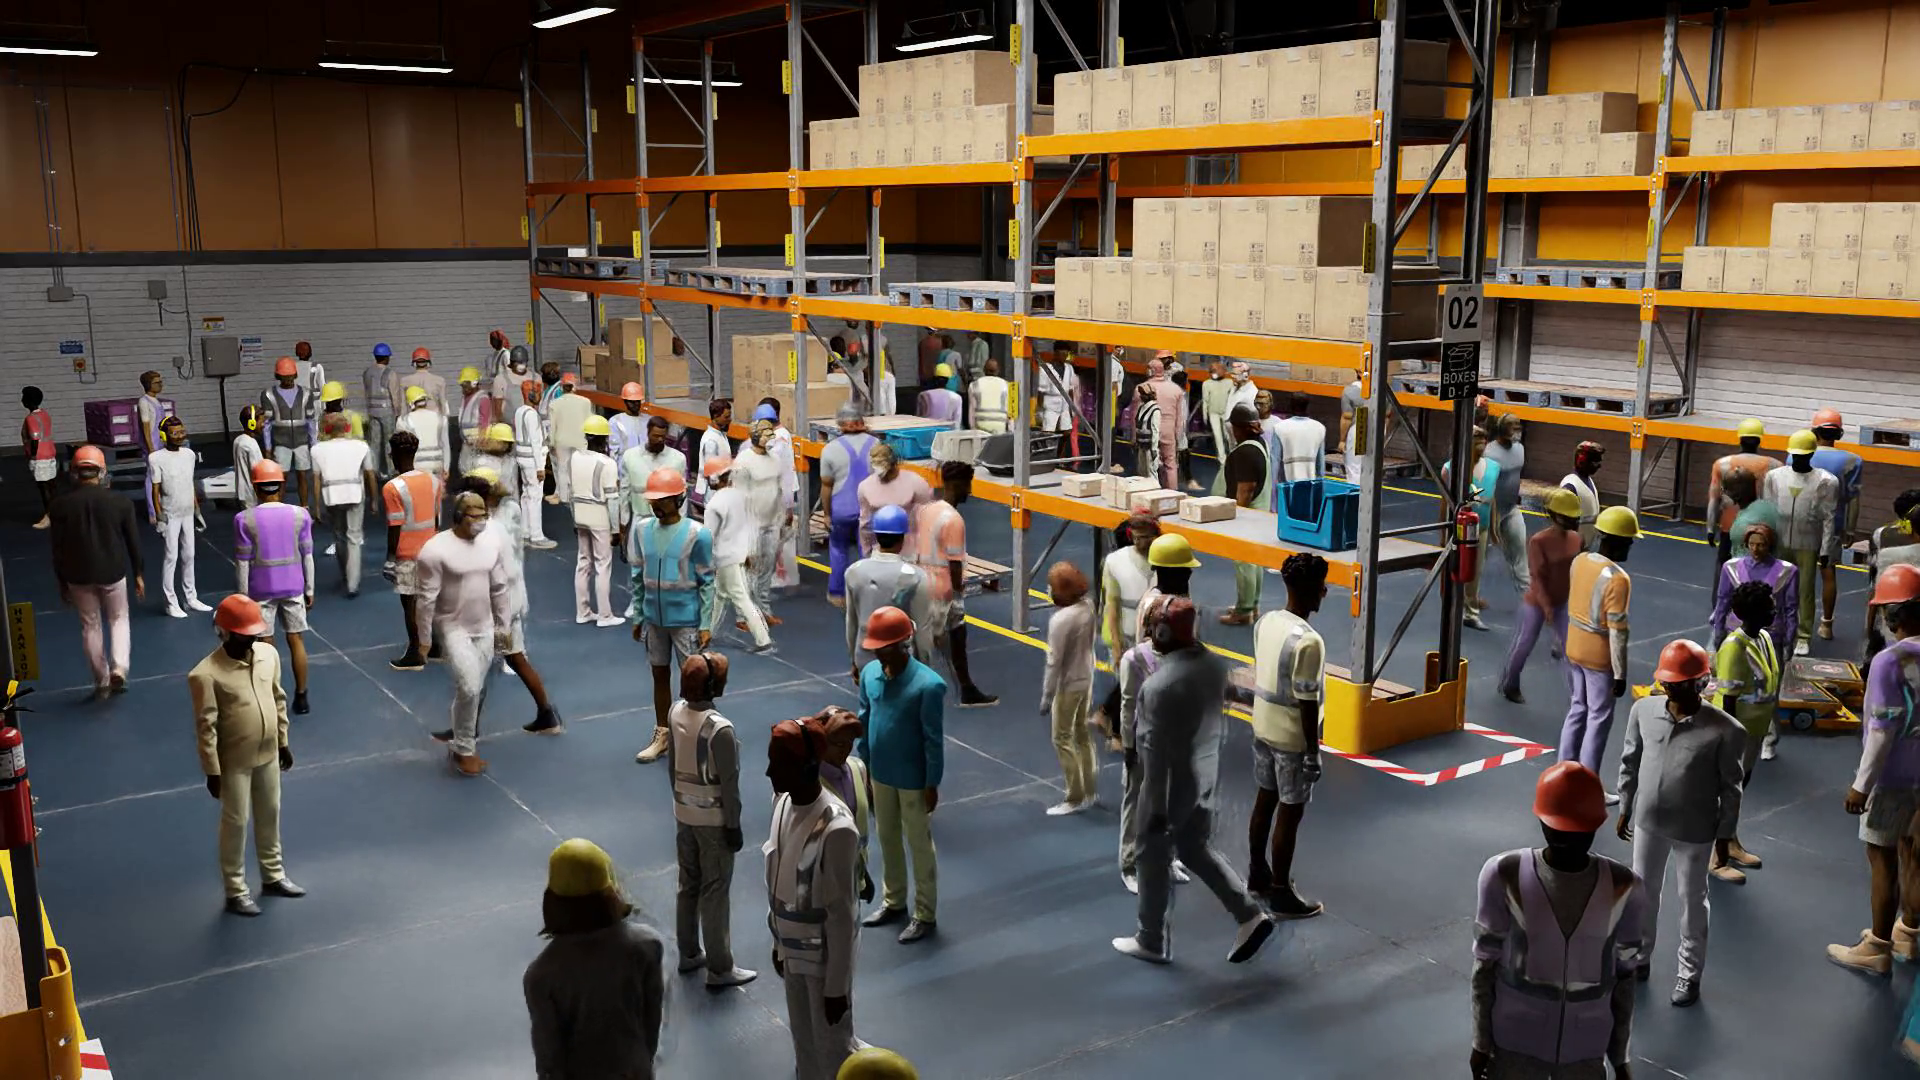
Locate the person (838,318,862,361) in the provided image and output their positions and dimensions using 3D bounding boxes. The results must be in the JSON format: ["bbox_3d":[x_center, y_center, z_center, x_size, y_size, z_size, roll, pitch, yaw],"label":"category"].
[{"bbox_3d":[-1.913,-3.158,30.199,0.799,1.962,0.615,-7,13,-31],"label":"person"}]

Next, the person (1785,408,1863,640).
[{"bbox_3d":[7.525,-0.140,14.592,0.609,2.034,0.400,4,12,19],"label":"person"}]

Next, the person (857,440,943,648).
[{"bbox_3d":[-0.486,0.074,13.863,0.661,1.896,0.783,3,11,15],"label":"person"}]

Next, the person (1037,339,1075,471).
[{"bbox_3d":[1.369,-1.885,23.740,0.634,1.952,0.371,-7,13,-33],"label":"person"}]

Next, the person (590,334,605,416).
[{"bbox_3d":[-6.415,-2.851,29.484,0.268,1.632,0.506,-1,11,-7],"label":"person"}]

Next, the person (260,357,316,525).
[{"bbox_3d":[-7.958,-1.160,19.790,0.615,2.038,0.395,-7,13,-32],"label":"person"}]

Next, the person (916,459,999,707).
[{"bbox_3d":[-0.216,0.353,12.406,0.972,1.914,0.629,-3,11,-13],"label":"person"}]

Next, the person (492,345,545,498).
[{"bbox_3d":[-5.702,-1.531,21.688,0.682,2.000,0.537,-6,13,-28],"label":"person"}]

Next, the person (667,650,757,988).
[{"bbox_3d":[-1.222,1.339,8.027,0.307,1.639,0.525,-10,15,-41],"label":"person"}]

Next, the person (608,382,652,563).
[{"bbox_3d":[-3.488,-0.730,17.852,0.545,1.938,0.356,-9,14,-38],"label":"person"}]

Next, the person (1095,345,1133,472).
[{"bbox_3d":[2.234,-2.007,24.121,0.535,2.000,0.681,-1,11,-5],"label":"person"}]

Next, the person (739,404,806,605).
[{"bbox_3d":[-1.802,-0.349,16.015,0.636,1.895,0.829,5,12,24],"label":"person"}]

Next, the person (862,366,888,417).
[{"bbox_3d":[-1.077,-1.291,20.979,0.346,1.840,0.505,-3,11,-16],"label":"person"}]

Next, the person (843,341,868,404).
[{"bbox_3d":[-1.702,-2.344,26.726,0.570,1.711,0.921,3,11,14],"label":"person"}]

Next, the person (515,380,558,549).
[{"bbox_3d":[-4.767,-0.847,18.587,0.355,1.885,0.575,-7,13,-31],"label":"person"}]

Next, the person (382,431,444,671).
[{"bbox_3d":[-4.484,0.086,13.604,0.368,1.966,0.602,4,12,22],"label":"person"}]

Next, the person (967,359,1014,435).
[{"bbox_3d":[0.406,-1.496,22.114,0.630,1.817,0.632,0,11,-2],"label":"person"}]

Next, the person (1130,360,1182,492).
[{"bbox_3d":[2.462,-1.335,21.130,0.737,1.880,0.447,-3,11,-15],"label":"person"}]

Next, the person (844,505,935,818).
[{"bbox_3d":[-0.428,0.746,10.307,0.614,1.939,0.417,7,13,31],"label":"person"}]

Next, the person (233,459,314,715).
[{"bbox_3d":[-5.062,0.362,12.309,0.548,1.925,0.392,-8,14,-35],"label":"person"}]

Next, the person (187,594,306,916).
[{"bbox_3d":[-3.784,1.130,8.846,0.354,1.739,0.573,5,12,23],"label":"person"}]

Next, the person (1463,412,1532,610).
[{"bbox_3d":[5.075,-0.227,15.381,0.659,1.888,1.002,-7,13,-33],"label":"person"}]

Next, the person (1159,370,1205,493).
[{"bbox_3d":[2.844,-1.466,22.378,0.900,1.644,0.566,5,12,26],"label":"person"}]

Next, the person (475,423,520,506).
[{"bbox_3d":[-4.430,-0.266,16.012,0.373,1.718,0.506,7,13,32],"label":"person"}]

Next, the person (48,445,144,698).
[{"bbox_3d":[-6.598,0.260,12.743,0.621,1.963,0.613,-5,12,-26],"label":"person"}]

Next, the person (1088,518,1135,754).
[{"bbox_3d":[1.146,0.669,11.365,0.360,1.679,0.539,0,11,2],"label":"person"}]

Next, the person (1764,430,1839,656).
[{"bbox_3d":[7.065,0.019,14.074,0.586,1.920,0.398,10,15,42],"label":"person"}]

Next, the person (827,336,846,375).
[{"bbox_3d":[-1.841,-2.070,24.759,0.392,1.919,0.592,0,11,-2],"label":"person"}]

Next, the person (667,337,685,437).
[{"bbox_3d":[-4.273,-2.112,25.064,0.337,1.882,0.584,0,11,2],"label":"person"}]

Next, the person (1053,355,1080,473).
[{"bbox_3d":[1.504,-1.860,24.207,0.531,1.712,0.834,-5,12,-25],"label":"person"}]

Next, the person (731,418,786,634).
[{"bbox_3d":[-1.787,-0.128,14.809,0.359,1.931,0.634,7,13,31],"label":"person"}]

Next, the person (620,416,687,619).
[{"bbox_3d":[-2.809,-0.205,15.266,0.620,1.899,0.420,-2,11,-11],"label":"person"}]

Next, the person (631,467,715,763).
[{"bbox_3d":[-1.948,0.519,11.187,0.615,2.043,0.373,4,12,21],"label":"person"}]

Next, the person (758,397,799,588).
[{"bbox_3d":[-1.824,-0.480,16.658,0.405,1.909,0.597,-3,12,-17],"label":"person"}]

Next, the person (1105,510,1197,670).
[{"bbox_3d":[1.277,0.681,11.002,0.640,1.803,0.785,1,11,4],"label":"person"}]

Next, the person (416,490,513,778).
[{"bbox_3d":[-3.219,0.624,10.975,0.570,1.914,0.660,8,13,35],"label":"person"}]

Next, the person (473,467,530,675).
[{"bbox_3d":[-3.743,0.244,13.446,0.503,1.717,0.392,-6,13,-28],"label":"person"}]

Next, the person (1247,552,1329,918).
[{"bbox_3d":[1.756,1.024,8.837,0.384,1.958,0.607,-3,12,-16],"label":"person"}]

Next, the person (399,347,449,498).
[{"bbox_3d":[-7.029,-1.533,21.853,0.617,1.986,0.411,-3,11,-14],"label":"person"}]

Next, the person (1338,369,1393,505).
[{"bbox_3d":[4.885,-1.257,20.286,0.683,2.000,0.536,-4,12,-18],"label":"person"}]

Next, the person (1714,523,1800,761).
[{"bbox_3d":[5.454,0.683,11.417,0.525,1.631,0.313,7,13,34],"label":"person"}]

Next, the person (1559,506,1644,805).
[{"bbox_3d":[4.029,0.728,10.466,0.399,1.912,0.591,-2,11,-9],"label":"person"}]

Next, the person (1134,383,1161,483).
[{"bbox_3d":[2.347,-1.147,20.780,0.313,1.634,0.514,-4,12,-19],"label":"person"}]

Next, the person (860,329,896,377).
[{"bbox_3d":[-1.503,-3.109,30.358,0.722,1.794,0.869,-7,13,-30],"label":"person"}]

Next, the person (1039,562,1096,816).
[{"bbox_3d":[0.695,0.912,10.288,0.278,1.613,0.615,6,13,29],"label":"person"}]

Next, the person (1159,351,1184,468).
[{"bbox_3d":[3.054,-1.977,24.430,0.329,1.865,0.507,-7,13,-33],"label":"person"}]

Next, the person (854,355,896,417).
[{"bbox_3d":[-1.138,-1.699,22.995,0.663,1.857,0.963,4,12,18],"label":"person"}]

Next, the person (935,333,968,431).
[{"bbox_3d":[-0.185,-2.482,27.240,0.990,1.785,0.532,-10,15,-41],"label":"person"}]

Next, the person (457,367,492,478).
[{"bbox_3d":[-6.094,-1.274,20.938,0.411,1.818,0.615,-11,15,-43],"label":"person"}]
